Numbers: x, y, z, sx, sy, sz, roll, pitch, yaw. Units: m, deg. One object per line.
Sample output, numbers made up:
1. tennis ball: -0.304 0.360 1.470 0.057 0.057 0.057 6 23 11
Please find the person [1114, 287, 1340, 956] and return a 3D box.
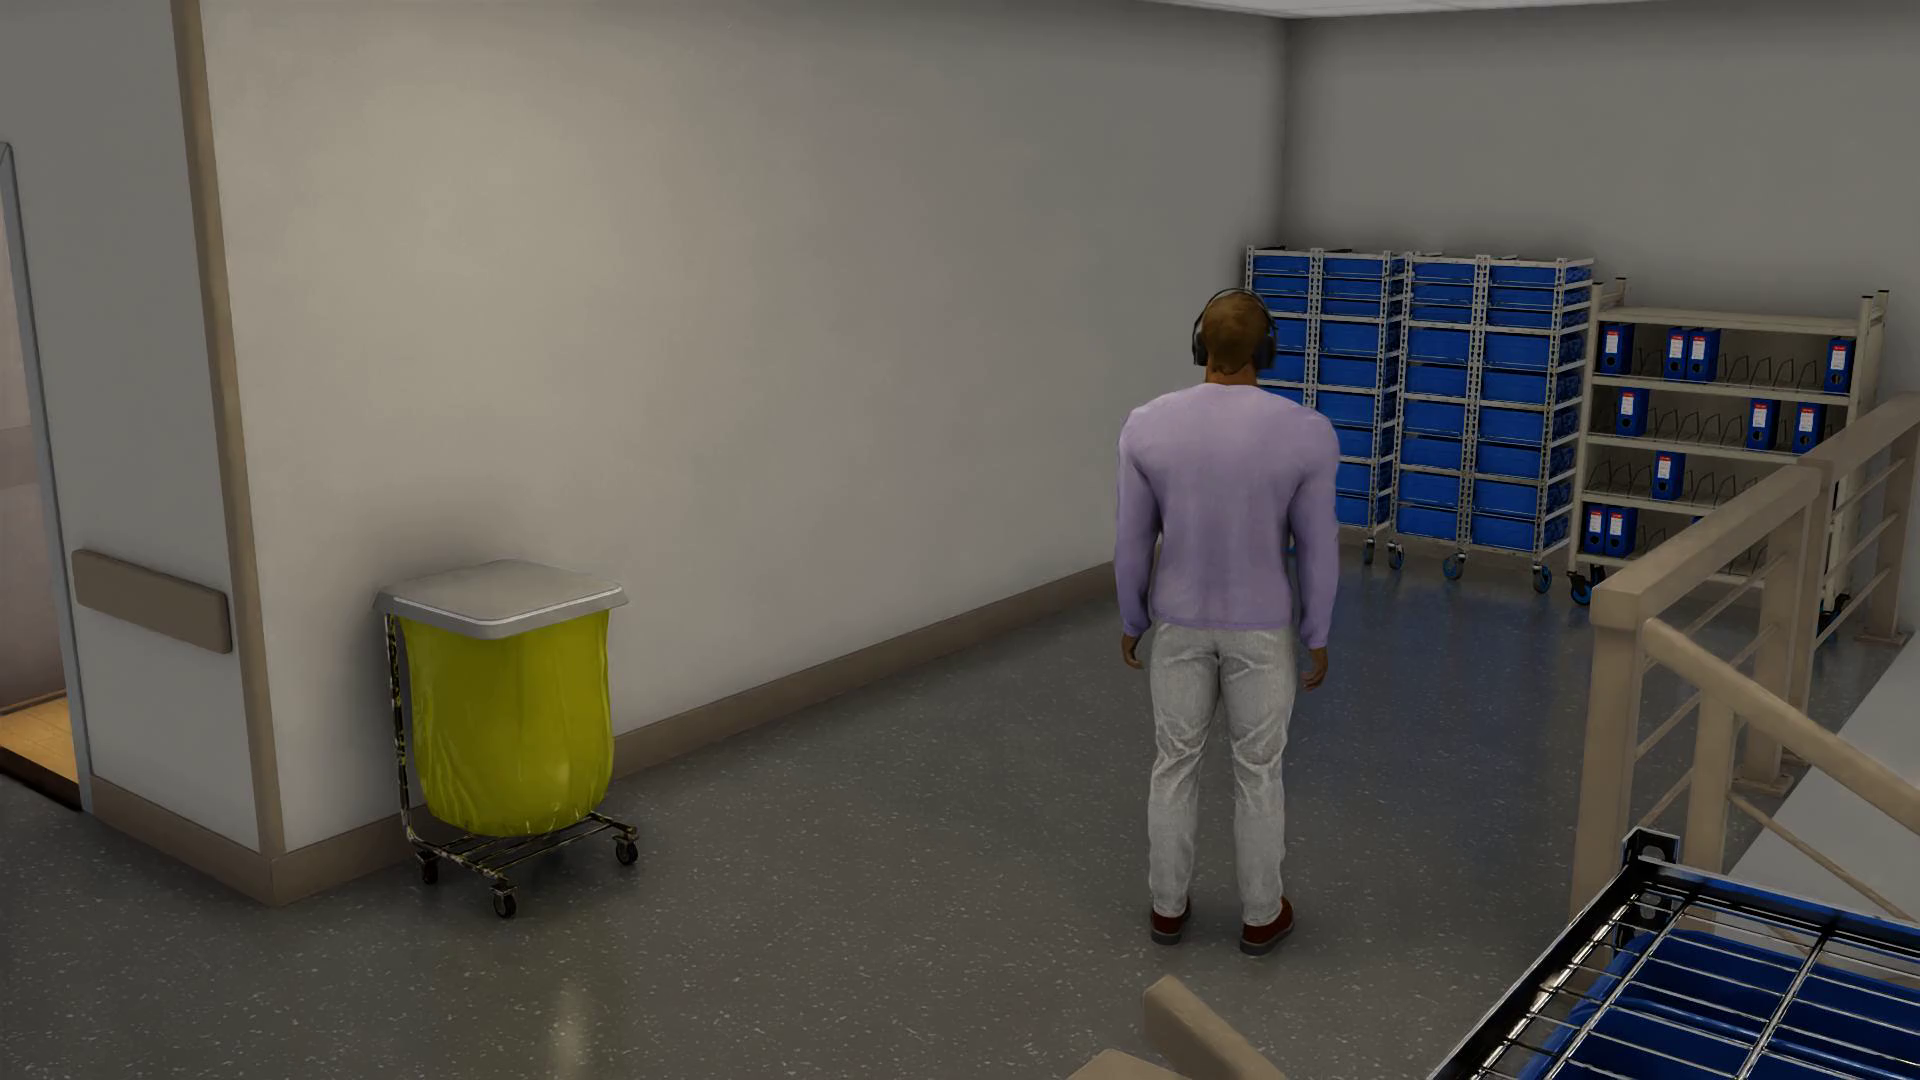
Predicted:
1. person: 0.760 0.251 4.797 0.636 1.936 0.354 4 14 17
